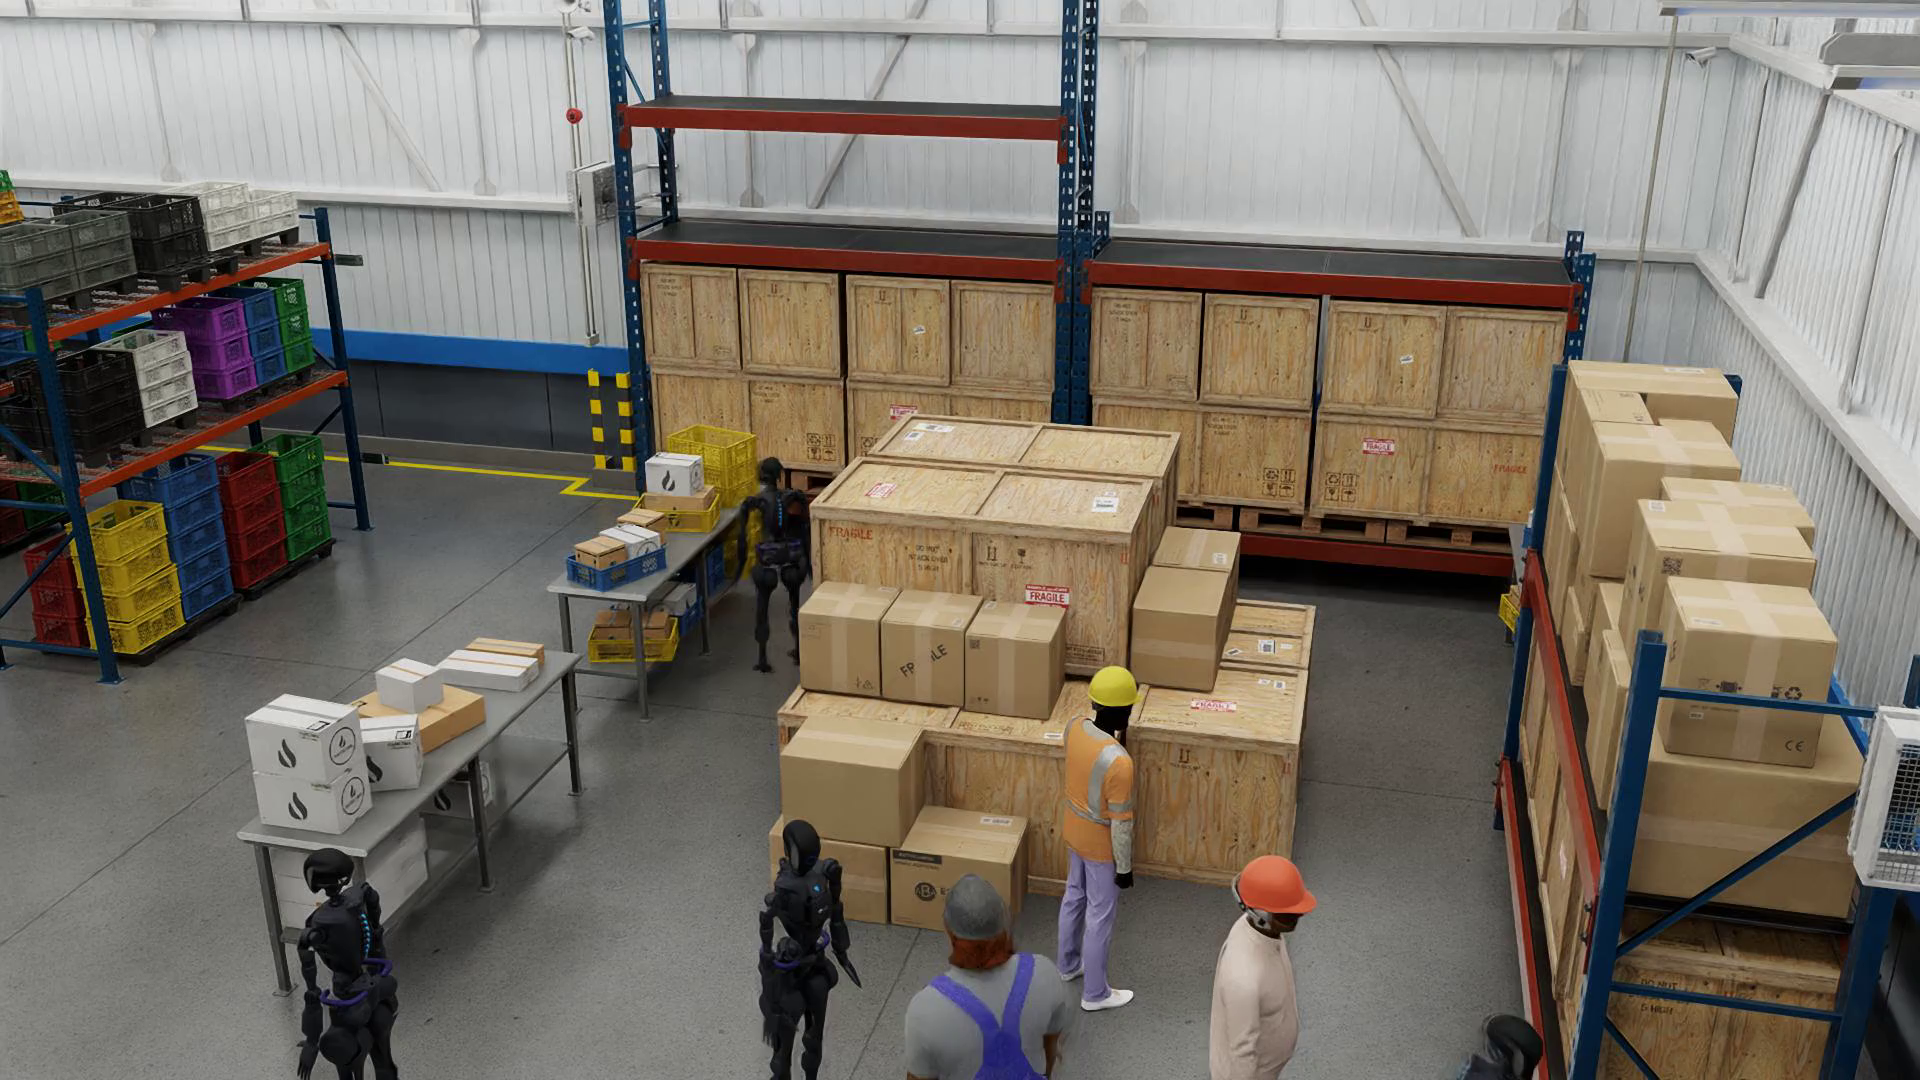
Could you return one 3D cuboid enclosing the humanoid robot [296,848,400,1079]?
[{"bbox_3d":[-2.748,2.120,7.502,0.323,1.660,0.596,5,22,14],"label":"humanoid robot"}]

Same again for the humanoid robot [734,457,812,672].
[{"bbox_3d":[-1.382,0.196,12.607,0.637,1.655,0.485,-7,22,-19],"label":"humanoid robot"}]

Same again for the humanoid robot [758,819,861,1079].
[{"bbox_3d":[-0.724,2.034,7.738,0.313,1.653,0.601,15,26,35],"label":"humanoid robot"}]

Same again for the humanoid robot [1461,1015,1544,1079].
[{"bbox_3d":[2.025,2.524,6.470,0.480,1.647,0.632,15,26,34],"label":"humanoid robot"}]

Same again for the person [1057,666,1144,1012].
[{"bbox_3d":[0.741,1.546,8.700,0.405,1.918,0.582,-10,23,-24],"label":"person"}]

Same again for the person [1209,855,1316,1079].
[{"bbox_3d":[1.219,2.188,6.904,0.381,1.995,0.609,6,22,16],"label":"person"}]

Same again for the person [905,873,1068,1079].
[{"bbox_3d":[0.109,2.261,6.653,0.685,2.000,0.751,-8,22,-20],"label":"person"}]
